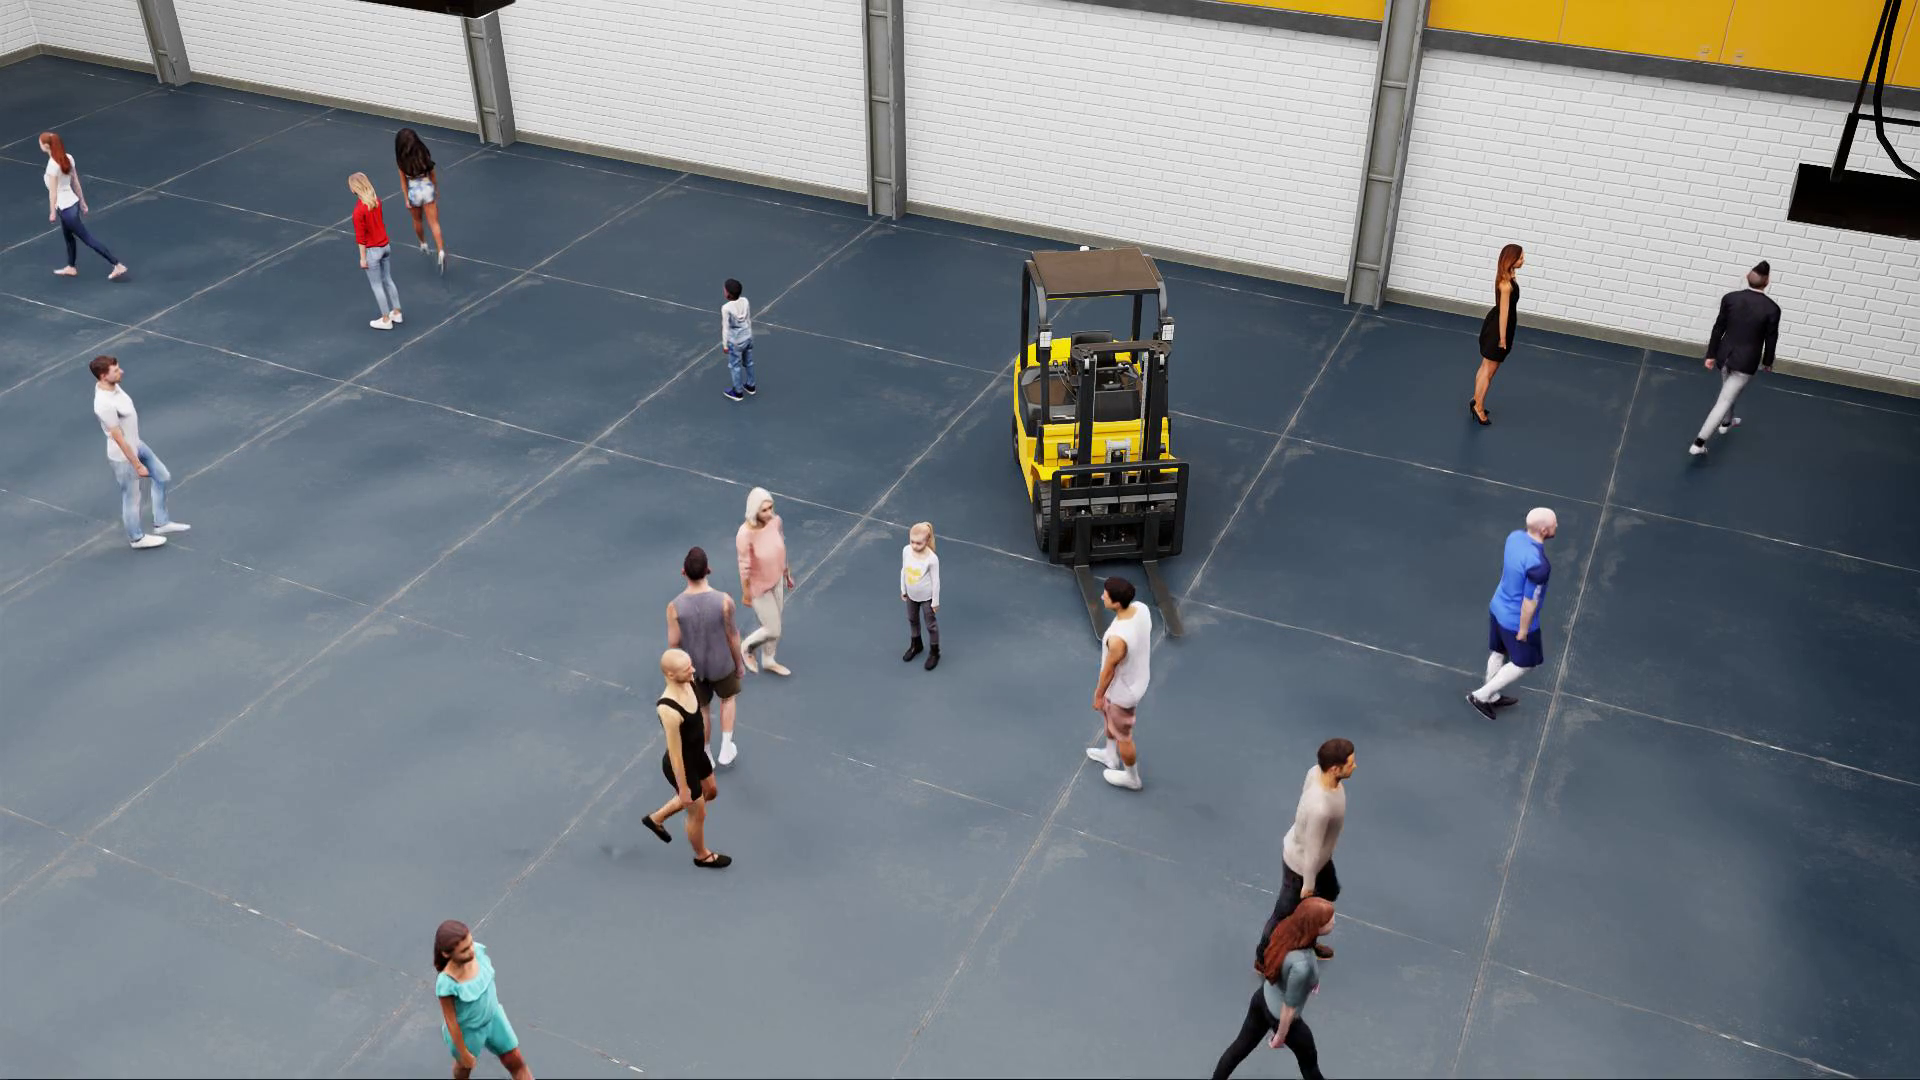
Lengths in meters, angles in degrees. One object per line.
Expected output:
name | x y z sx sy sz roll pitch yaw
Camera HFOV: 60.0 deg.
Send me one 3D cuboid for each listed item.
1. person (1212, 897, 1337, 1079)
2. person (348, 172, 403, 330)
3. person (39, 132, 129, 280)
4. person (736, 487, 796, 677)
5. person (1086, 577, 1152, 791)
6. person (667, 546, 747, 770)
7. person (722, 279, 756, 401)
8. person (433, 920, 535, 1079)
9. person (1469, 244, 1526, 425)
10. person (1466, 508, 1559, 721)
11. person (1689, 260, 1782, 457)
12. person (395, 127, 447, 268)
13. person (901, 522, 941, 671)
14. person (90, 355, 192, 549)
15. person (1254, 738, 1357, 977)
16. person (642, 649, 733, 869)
person | 1.689 2.620 9.161 1.260 1.679 0.961 -1 34 -2
person | -6.217 -3.076 17.711 0.590 1.700 0.661 8 34 12
person | -9.891 -3.697 18.643 1.197 1.702 0.908 -1 34 -1
person | -1.550 0.303 12.615 0.661 1.713 0.611 16 37 23
person | 1.205 1.031 11.474 0.741 1.764 0.683 18 38 25
person | -1.748 0.880 11.569 0.720 1.835 0.838 -7 34 -10
person | -2.198 -2.001 16.493 0.540 1.258 0.572 -28 42 -35
person | -2.755 2.667 9.232 0.997 1.521 0.567 15 37 22
person | 5.147 -1.973 15.930 0.585 1.835 0.618 7 34 11
person | 3.981 0.546 12.142 0.904 1.832 0.848 -5 34 -8
person | 7.155 -1.642 15.368 1.122 1.905 1.295 -25 41 -33
person | -6.123 -3.867 19.004 0.946 1.585 1.109 -17 37 -24
person | -0.295 0.410 12.851 0.460 1.274 0.580 20 39 27
person | -7.124 -0.705 14.025 0.900 1.831 0.842 -10 35 -14
person | 2.030 1.910 10.083 0.760 1.840 0.749 11 35 17
person | -1.865 1.438 10.824 0.939 1.806 0.798 4 34 6
